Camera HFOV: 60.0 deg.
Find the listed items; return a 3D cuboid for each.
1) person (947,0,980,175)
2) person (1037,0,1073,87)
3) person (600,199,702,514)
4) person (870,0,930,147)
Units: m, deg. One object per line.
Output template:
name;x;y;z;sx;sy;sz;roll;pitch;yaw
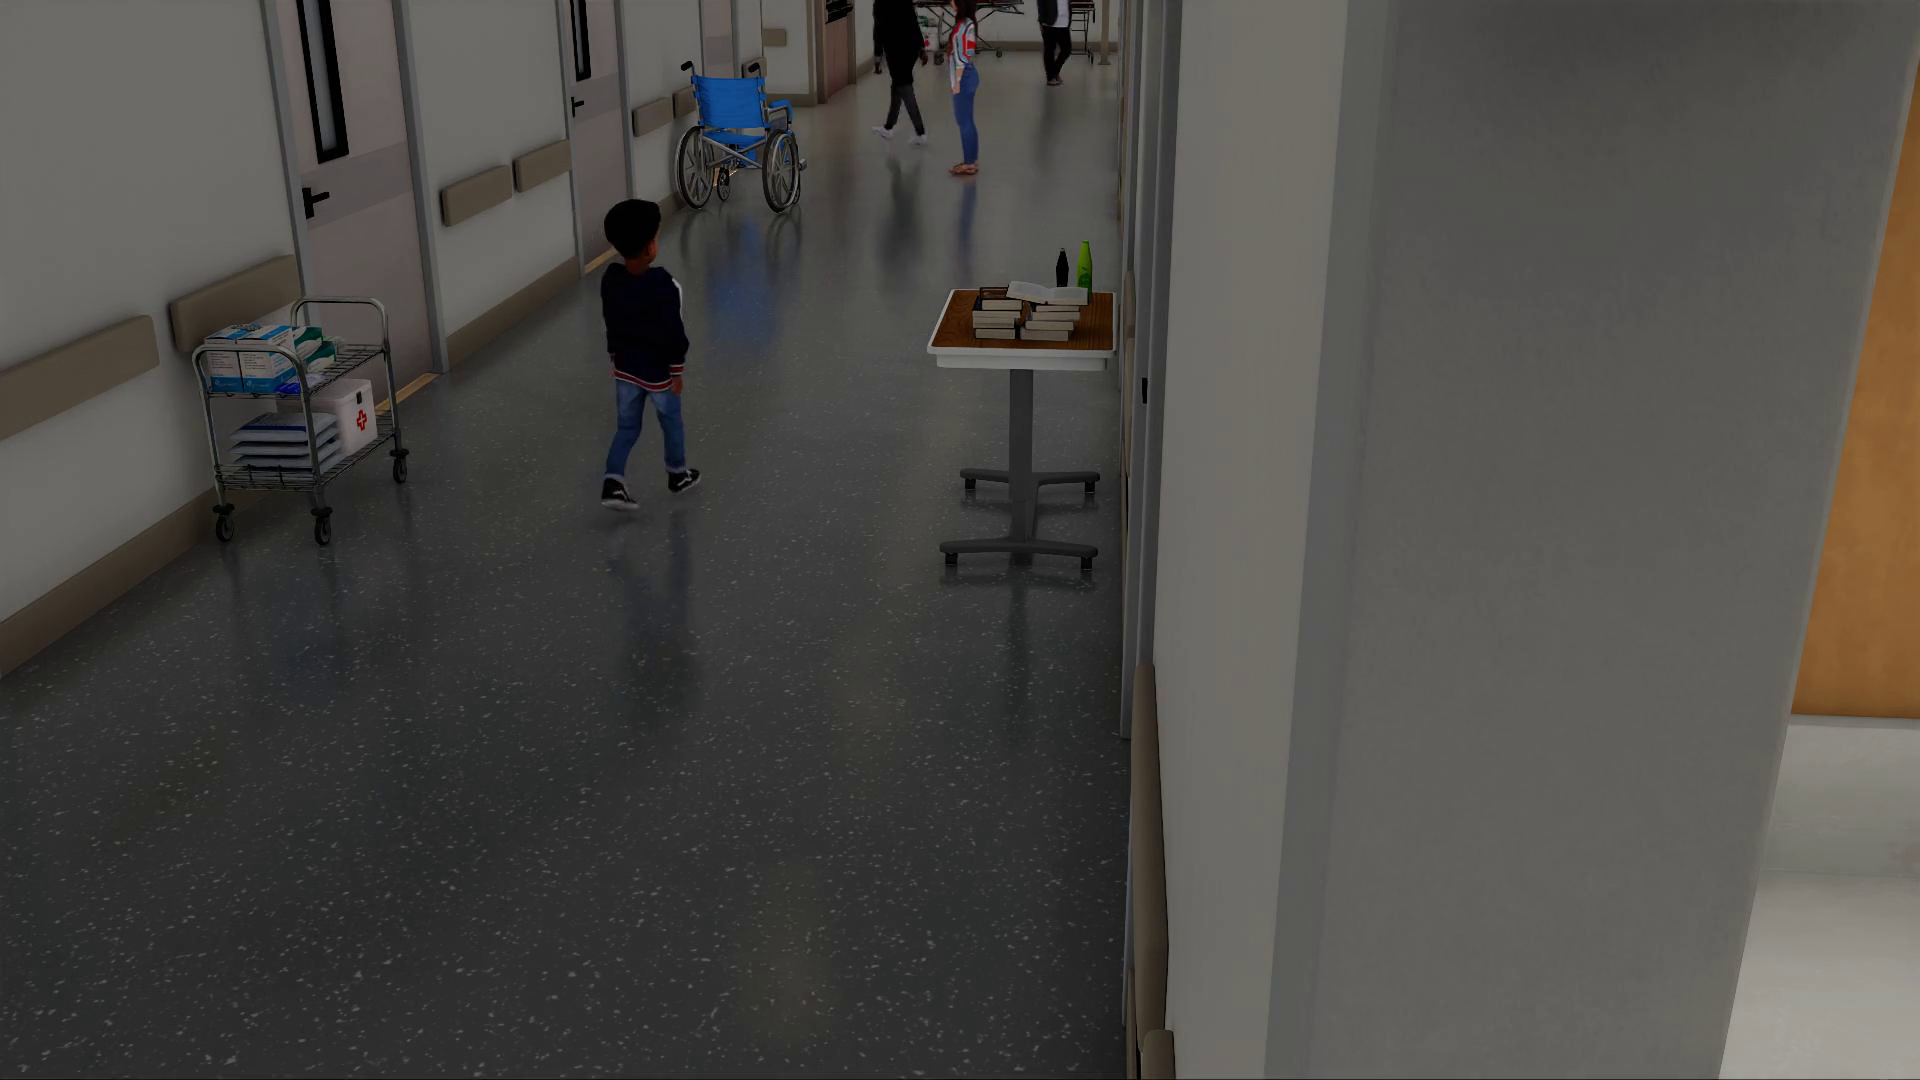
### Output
person;0.056;-4.095;14.822;0.653;1.610;0.440;2;21;6
person;1.222;-6.896;22.250;0.810;1.586;0.861;-14;25;-33
person;-1.243;-0.678;6.375;0.668;1.203;0.881;8;22;20
person;-0.512;-4.739;16.402;1.110;1.697;1.136;18;27;39
